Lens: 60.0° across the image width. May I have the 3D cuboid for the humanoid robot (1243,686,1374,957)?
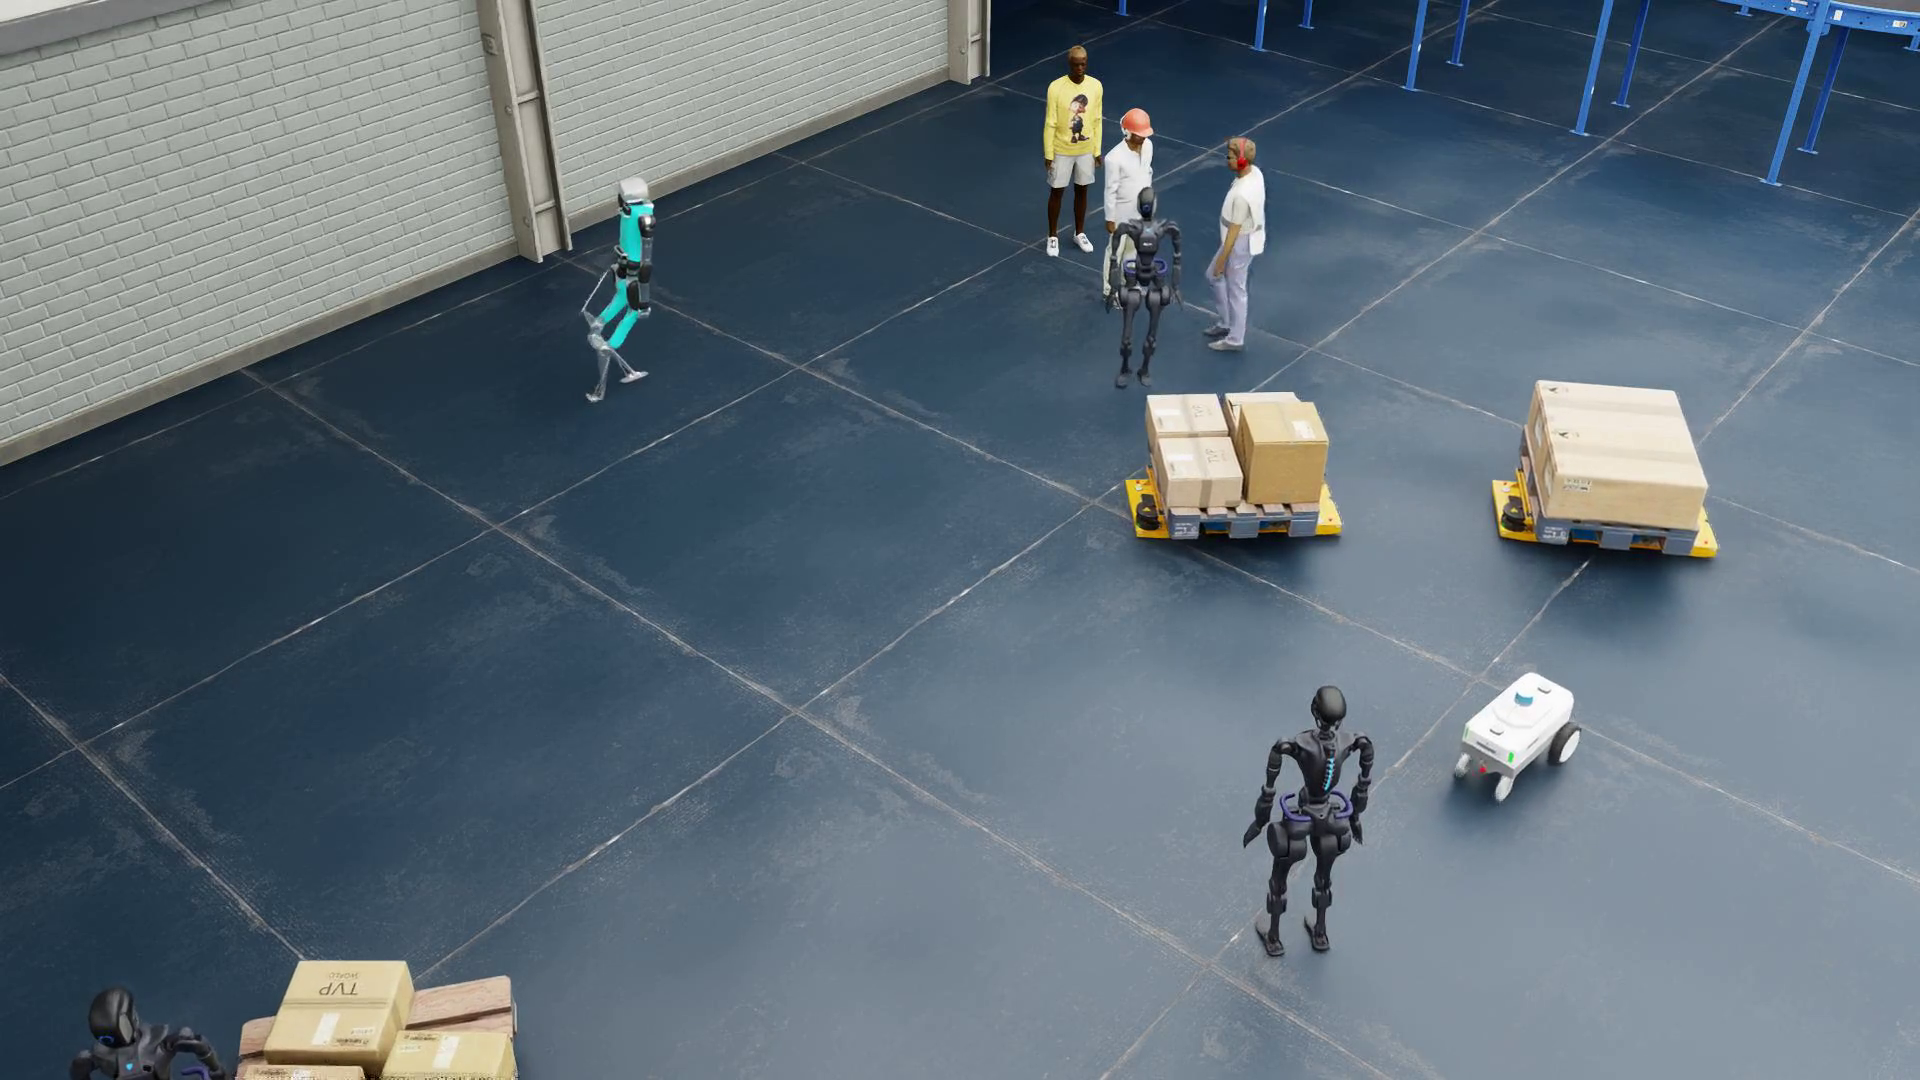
[{"bbox_3d":[1.718,1.393,8.213,0.601,1.653,0.314,-5,36,-6],"label":"humanoid robot"}]

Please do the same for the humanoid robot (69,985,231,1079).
[{"bbox_3d":[-3.203,2.412,6.814,0.611,1.655,0.597,-9,37,-13],"label":"humanoid robot"}]

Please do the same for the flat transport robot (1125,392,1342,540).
[{"bbox_3d":[1.926,-0.280,11.781,1.431,0.231,0.659,-1,35,-2],"label":"flat transport robot"}]

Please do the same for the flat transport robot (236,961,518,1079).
[{"bbox_3d":[-2.605,2.703,7.592,0.659,0.231,1.431,-8,36,-11],"label":"flat transport robot"}]

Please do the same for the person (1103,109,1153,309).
[{"bbox_3d":[1.439,-2.811,14.064,0.352,1.743,0.568,28,44,33],"label":"person"}]

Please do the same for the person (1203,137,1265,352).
[{"bbox_3d":[2.166,-2.341,13.322,0.539,1.831,0.572,7,36,9],"label":"person"}]

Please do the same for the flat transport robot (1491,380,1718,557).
[{"bbox_3d":[4.505,-0.195,11.661,1.431,0.231,0.659,5,36,8],"label":"flat transport robot"}]

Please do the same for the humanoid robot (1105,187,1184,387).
[{"bbox_3d":[1.445,-1.963,12.938,0.615,1.652,0.318,0,35,0],"label":"humanoid robot"}]

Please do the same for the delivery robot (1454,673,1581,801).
[{"bbox_3d":[3.218,1.087,9.603,0.767,0.581,0.499,-29,45,-34],"label":"delivery robot"}]

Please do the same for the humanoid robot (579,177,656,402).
[{"bbox_3d":[-2.677,-1.824,12.778,0.794,1.894,0.567,-18,39,-24],"label":"humanoid robot"}]

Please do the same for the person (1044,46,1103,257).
[{"bbox_3d":[1.005,-3.475,14.864,0.540,1.899,0.377,-8,36,-12],"label":"person"}]
